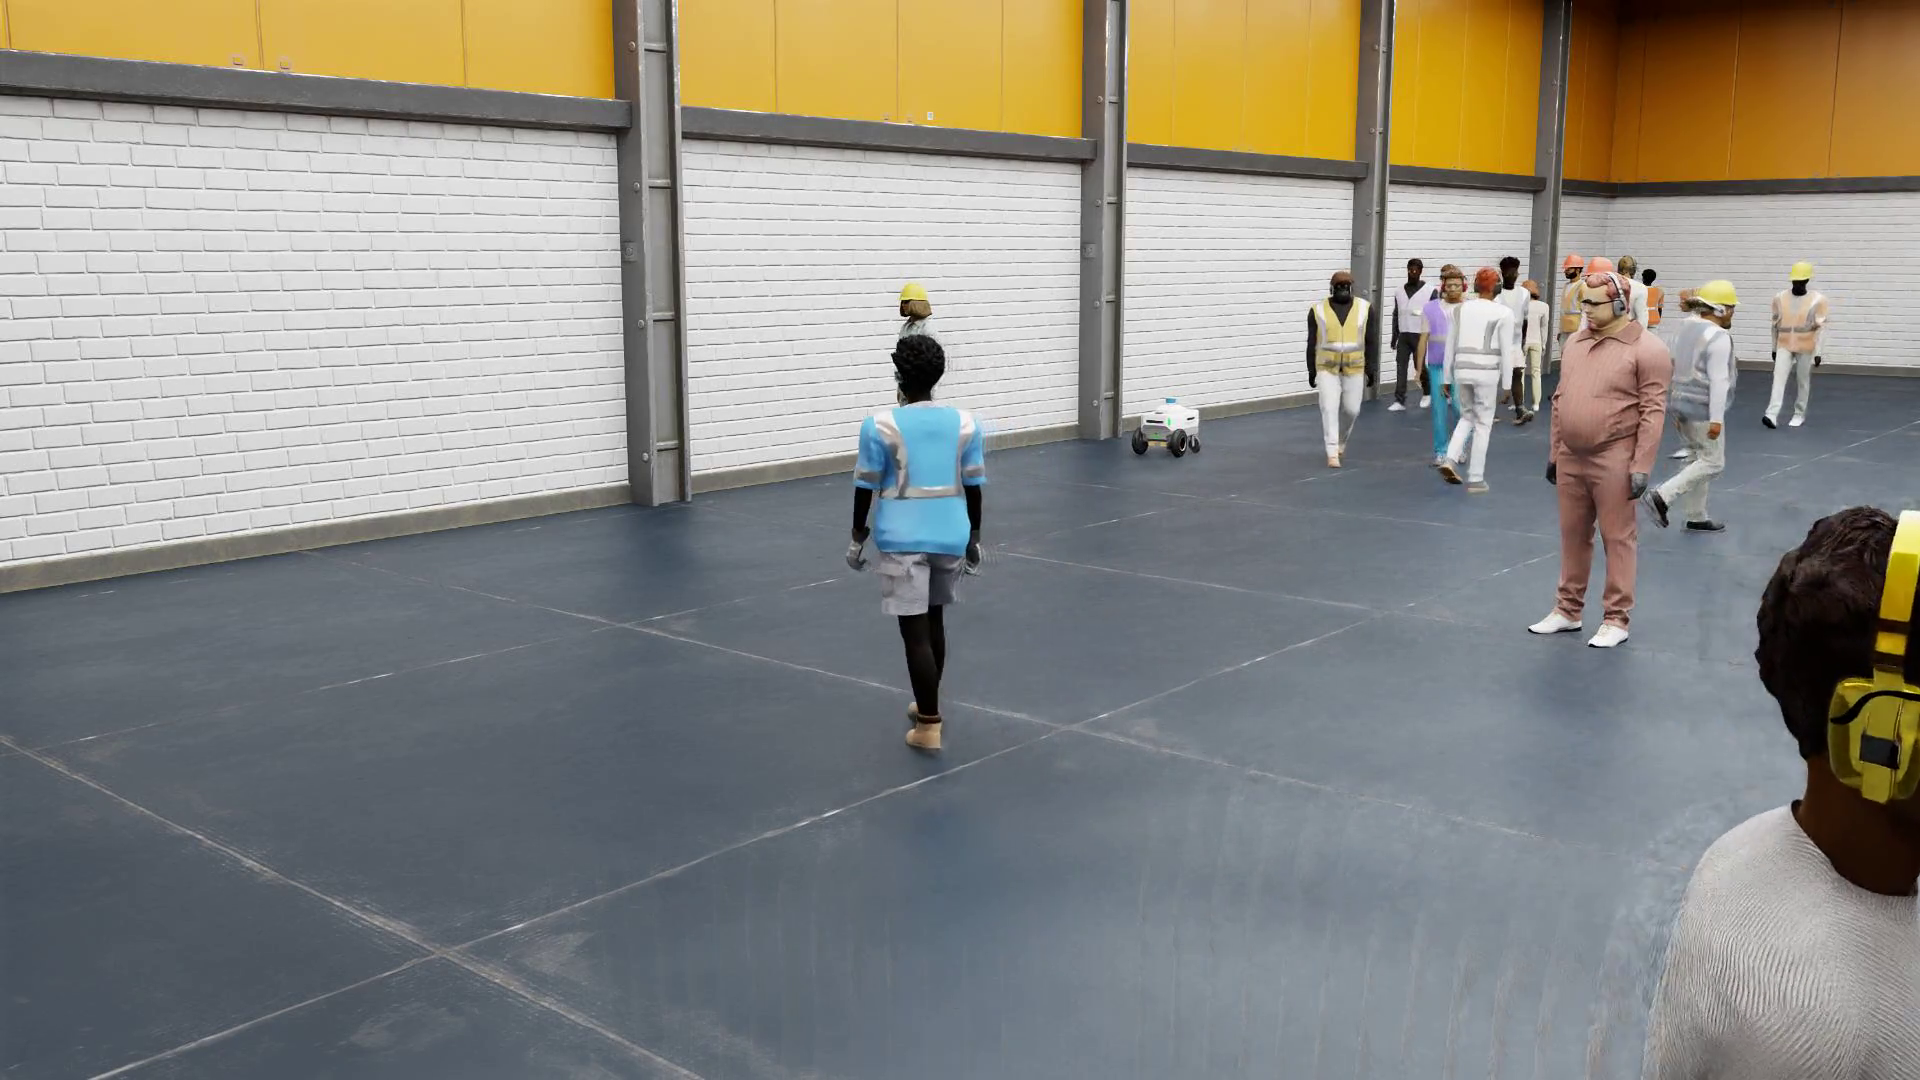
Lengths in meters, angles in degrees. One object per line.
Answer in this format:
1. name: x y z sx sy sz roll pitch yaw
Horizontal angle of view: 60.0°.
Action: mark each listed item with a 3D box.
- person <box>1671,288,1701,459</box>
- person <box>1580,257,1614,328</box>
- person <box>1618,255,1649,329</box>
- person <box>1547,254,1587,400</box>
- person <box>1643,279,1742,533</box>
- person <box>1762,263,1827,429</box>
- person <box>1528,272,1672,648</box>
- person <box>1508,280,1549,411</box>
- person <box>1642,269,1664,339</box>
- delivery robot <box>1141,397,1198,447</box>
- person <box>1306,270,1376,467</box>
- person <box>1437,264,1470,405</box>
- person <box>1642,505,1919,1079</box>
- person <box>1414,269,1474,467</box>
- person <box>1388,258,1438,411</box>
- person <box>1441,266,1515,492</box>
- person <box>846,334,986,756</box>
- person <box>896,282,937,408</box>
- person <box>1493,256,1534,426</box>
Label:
1. person: 7.104 -1.604 16.068 0.699 1.640 0.389 -9 14 -43
2. person: 6.110 -1.741 15.988 0.371 1.935 0.551 2 10 8
3. person: 7.713 -2.343 19.414 0.353 1.936 0.635 -8 13 -38
4. person: 8.036 -2.778 21.890 0.361 1.938 0.546 -2 10 -13
5. person: 5.157 -0.922 11.698 0.593 1.812 0.596 -1 10 -3
6. person: 9.328 -2.152 18.562 0.606 1.853 1.082 9 13 40
7. person: 3.253 -0.407 8.502 0.405 1.903 0.636 -6 11 -29
8. person: 7.039 -2.410 20.662 0.501 1.633 0.289 0 10 1
9. person: 10.788 -3.405 26.147 0.534 1.697 0.322 -1 10 -7
10. delivery robot: 2.069 -1.165 16.372 0.477 0.478 0.707 6 12 32
11. person: 3.550 -1.608 15.560 0.636 1.825 0.718 1 10 7
12. person: 6.265 -2.631 21.390 0.683 1.815 0.551 -4 11 -24
13. person: 0.765 0.857 1.540 0.971 1.823 0.540 5 11 27
14. person: 4.529 -1.586 15.418 0.587 1.830 0.447 5 11 25
15. person: 5.680 -2.569 20.814 0.723 1.902 0.599 -10 14 -43
16. person: 4.293 -1.322 13.784 0.439 1.870 0.596 -9 13 -41
17. person: -0.203 0.003 6.789 0.544 1.669 0.693 -5 11 -28
18. person: -0.374 -1.226 13.610 0.295 1.744 0.484 -7 12 -35
19. person: 6.255 -2.262 18.994 0.631 1.914 1.002 -1 10 -6
